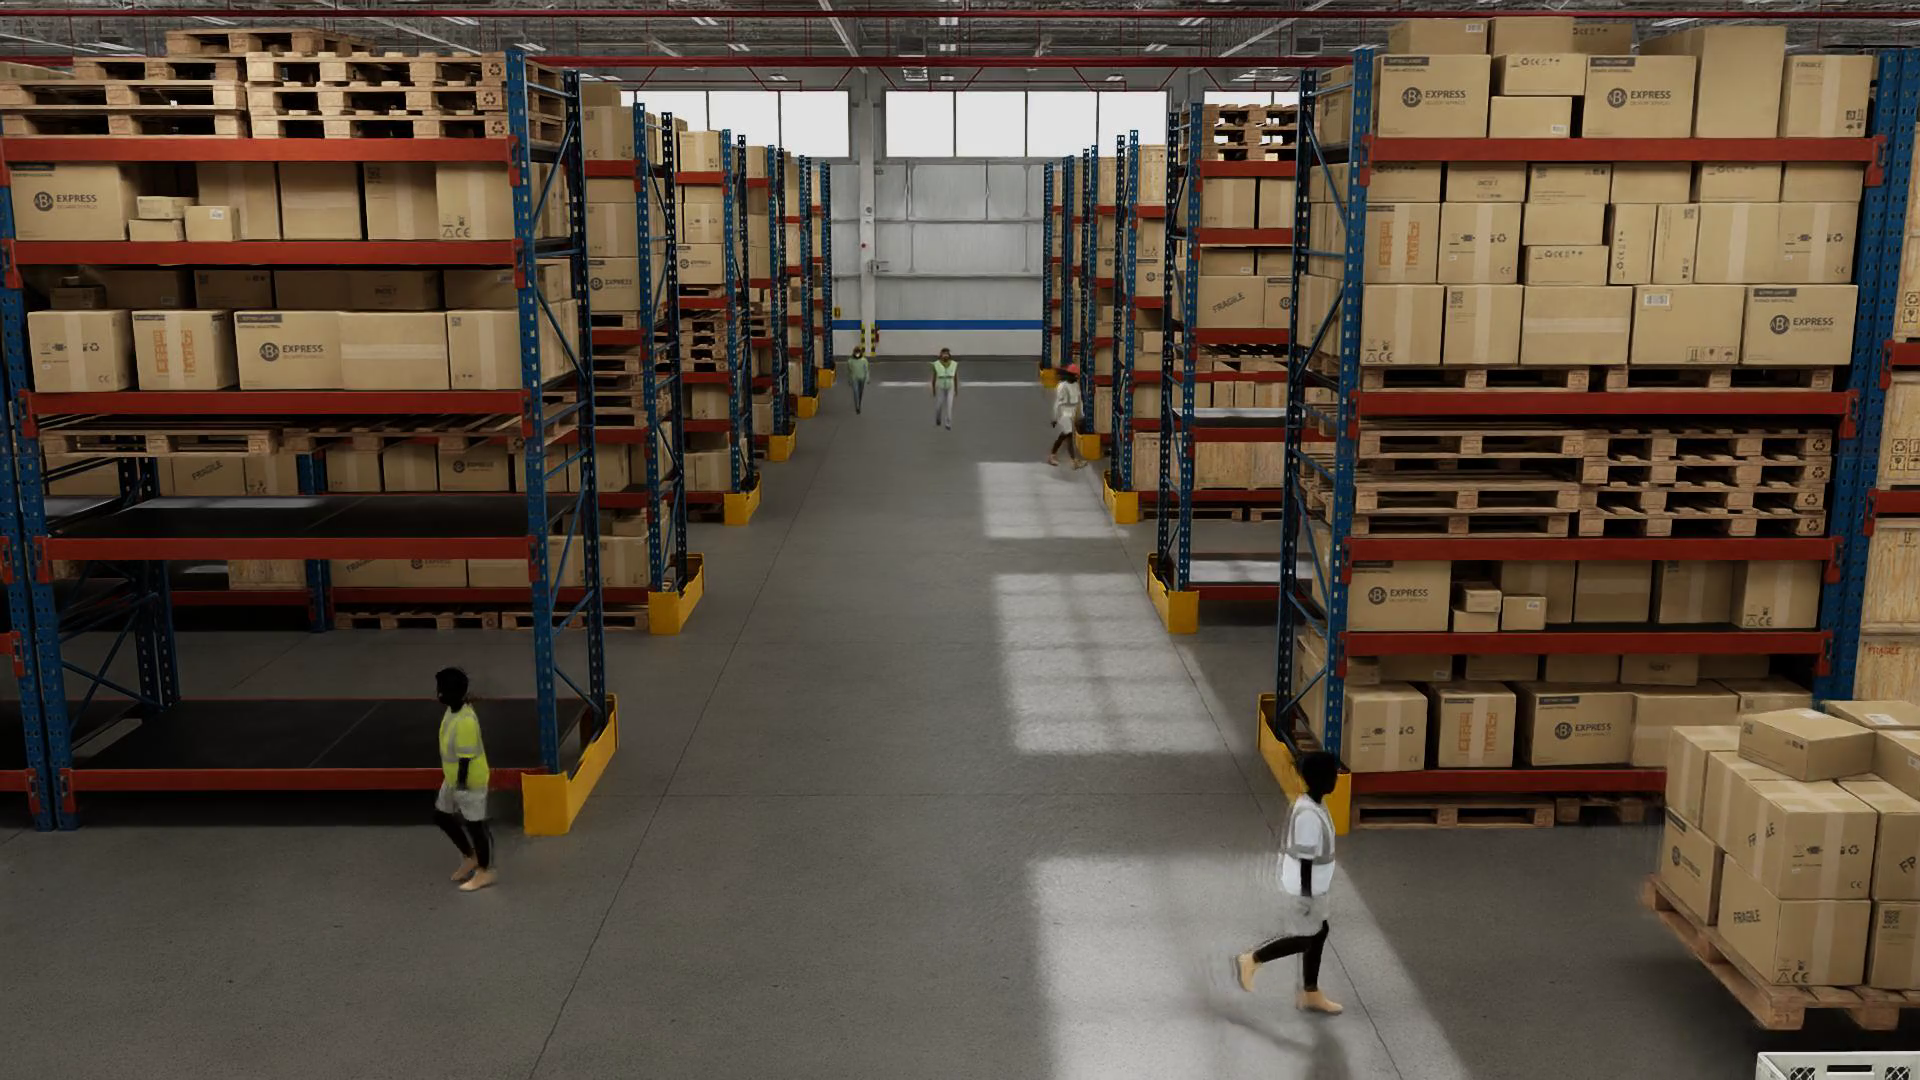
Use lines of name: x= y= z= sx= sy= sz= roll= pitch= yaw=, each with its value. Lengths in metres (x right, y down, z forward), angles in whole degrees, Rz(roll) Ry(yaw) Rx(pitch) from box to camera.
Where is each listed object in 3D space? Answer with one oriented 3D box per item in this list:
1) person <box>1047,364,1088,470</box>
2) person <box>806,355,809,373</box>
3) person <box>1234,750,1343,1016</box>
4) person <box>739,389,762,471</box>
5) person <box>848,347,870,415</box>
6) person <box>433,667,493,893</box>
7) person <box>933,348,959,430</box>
person: x=2.044 y=-2.354 z=31.629 sx=1.017 sy=1.989 sz=0.603 roll=8 pitch=14 yaw=35
person: x=-4.020 y=-4.342 z=41.614 sx=0.592 sy=1.919 sz=0.392 roll=3 pitch=12 yaw=15
person: x=2.069 y=2.100 z=10.268 sx=0.602 sy=1.671 sz=0.552 roll=4 pitch=12 yaw=19
person: x=-4.084 y=-2.018 z=30.924 sx=0.870 sy=1.587 sz=0.484 roll=-9 pitch=14 yaw=-38
person: x=-2.449 y=-3.843 z=39.923 sx=0.505 sy=1.603 sz=0.783 roll=-3 pitch=12 yaw=-15
person: x=-3.608 y=1.742 z=12.046 sx=0.387 sy=1.679 sz=0.539 roll=-8 pitch=14 yaw=-35
person: x=-0.319 y=-3.370 z=37.020 sx=0.568 sy=1.833 sz=0.435 roll=-2 pitch=12 yaw=-10
